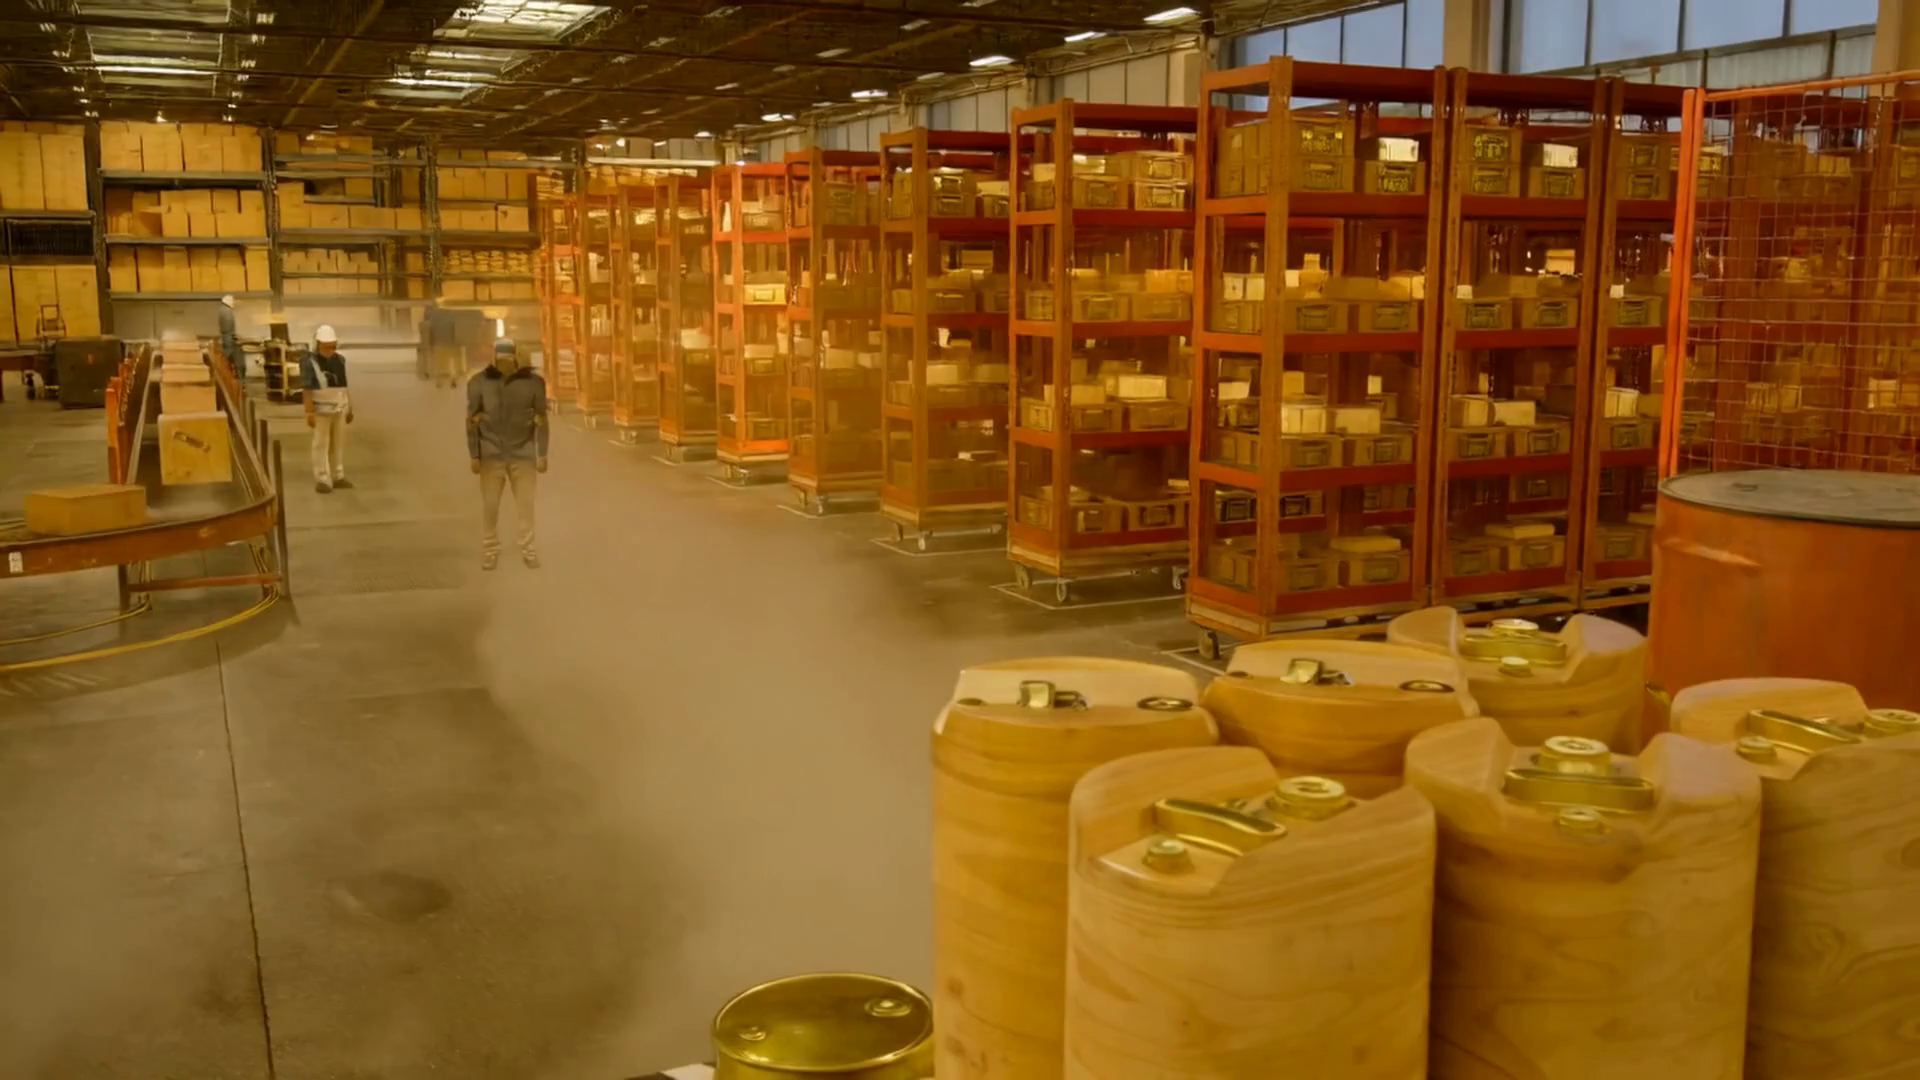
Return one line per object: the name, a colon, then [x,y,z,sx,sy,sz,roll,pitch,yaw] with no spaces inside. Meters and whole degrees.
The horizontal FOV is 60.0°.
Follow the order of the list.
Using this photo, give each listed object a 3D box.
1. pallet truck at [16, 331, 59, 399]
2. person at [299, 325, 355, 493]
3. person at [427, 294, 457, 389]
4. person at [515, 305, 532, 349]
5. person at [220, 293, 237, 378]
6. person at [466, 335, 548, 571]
pallet truck: [-17.082,-3.353,31.781,1.630,1.274,0.653,-4,10,-25]
person: [-6.936,-1.443,18.281,0.404,1.831,0.600,5,10,27]
person: [-10.593,-4.056,34.106,0.614,1.966,0.826,-6,11,-33]
person: [-13.353,-6.680,50.733,0.633,1.846,0.429,4,10,23]
person: [-16.502,-4.607,37.582,0.372,1.940,0.632,-4,10,-21]
person: [-3.663,-0.707,13.495,0.638,1.906,0.407,-3,10,-18]
